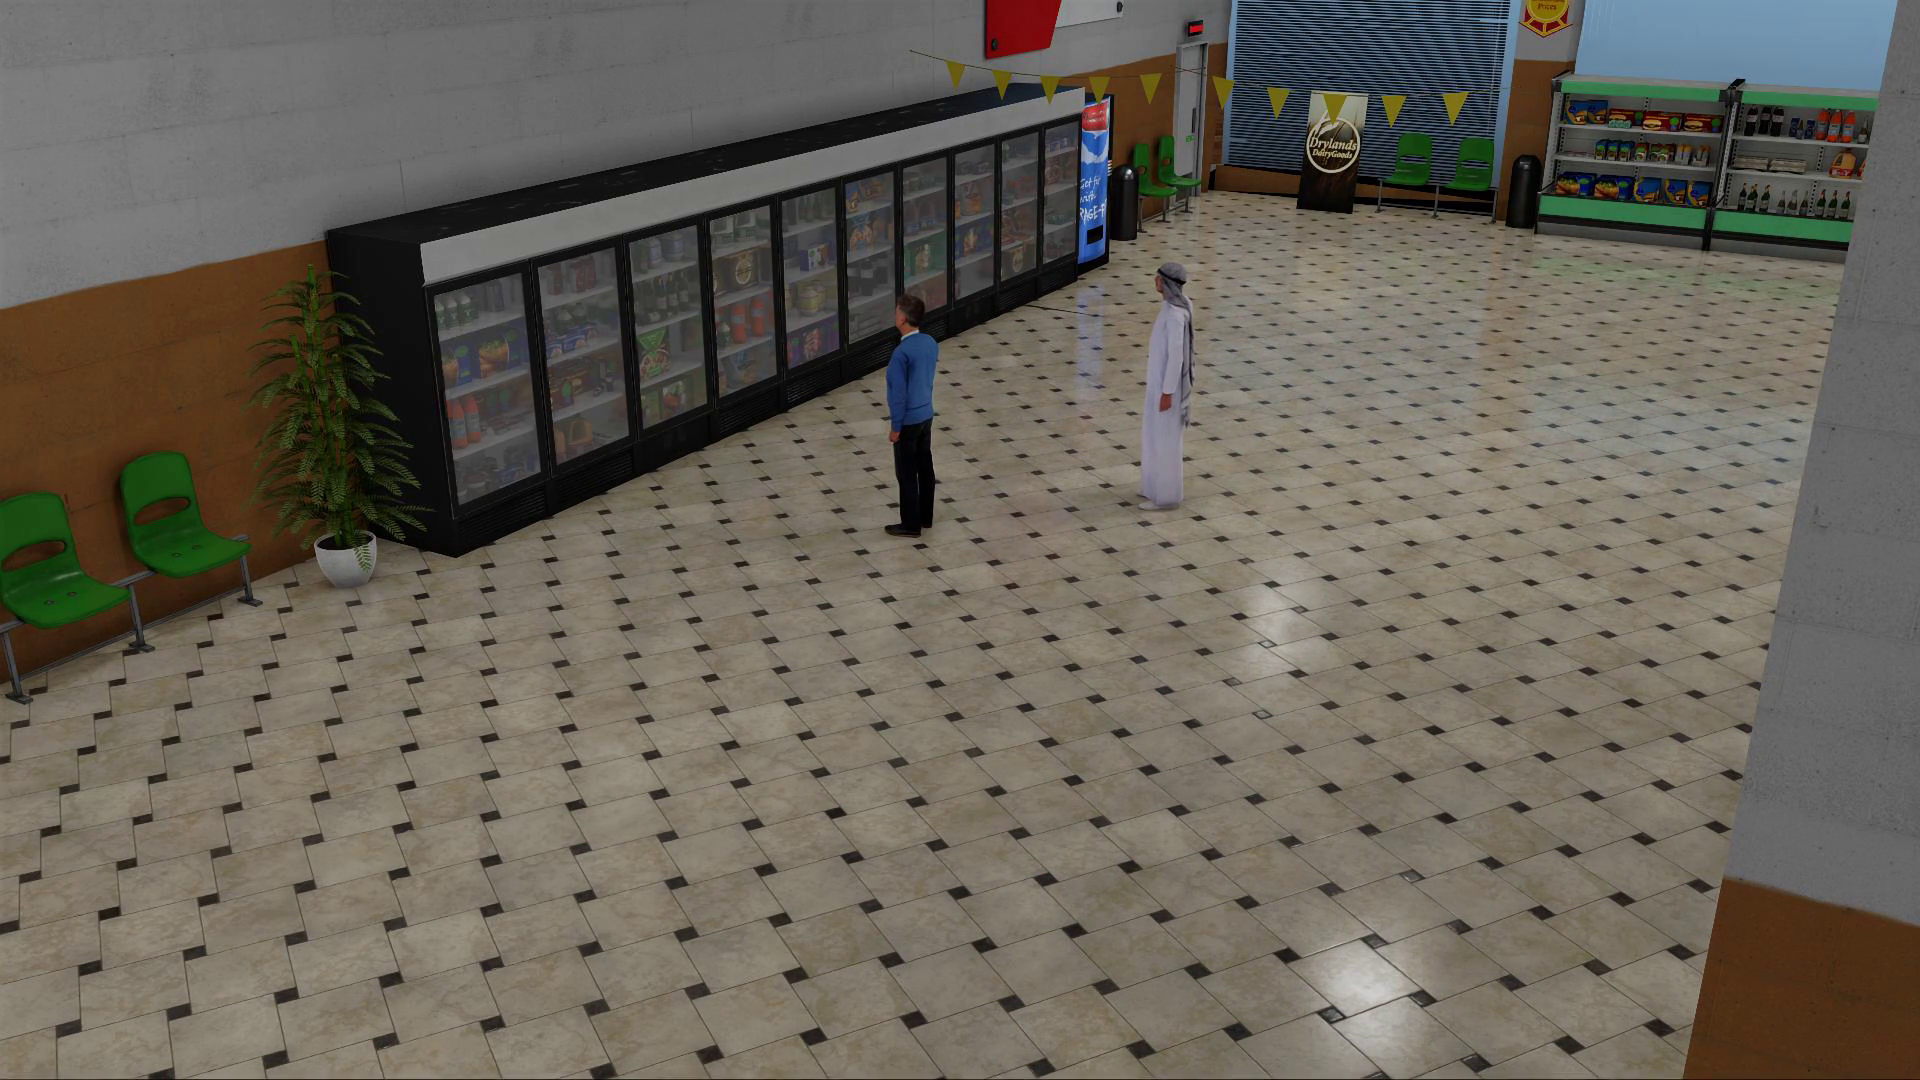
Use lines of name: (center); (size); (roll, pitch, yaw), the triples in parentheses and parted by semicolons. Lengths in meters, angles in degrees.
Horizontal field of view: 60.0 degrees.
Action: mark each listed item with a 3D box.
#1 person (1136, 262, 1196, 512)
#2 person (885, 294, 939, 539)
person: (1.594, -1.186, 12.783); (0.798, 1.927, 0.791); (1, 22, 3)
person: (-0.350, -0.921, 12.269); (0.544, 1.819, 0.643); (12, 25, 28)
